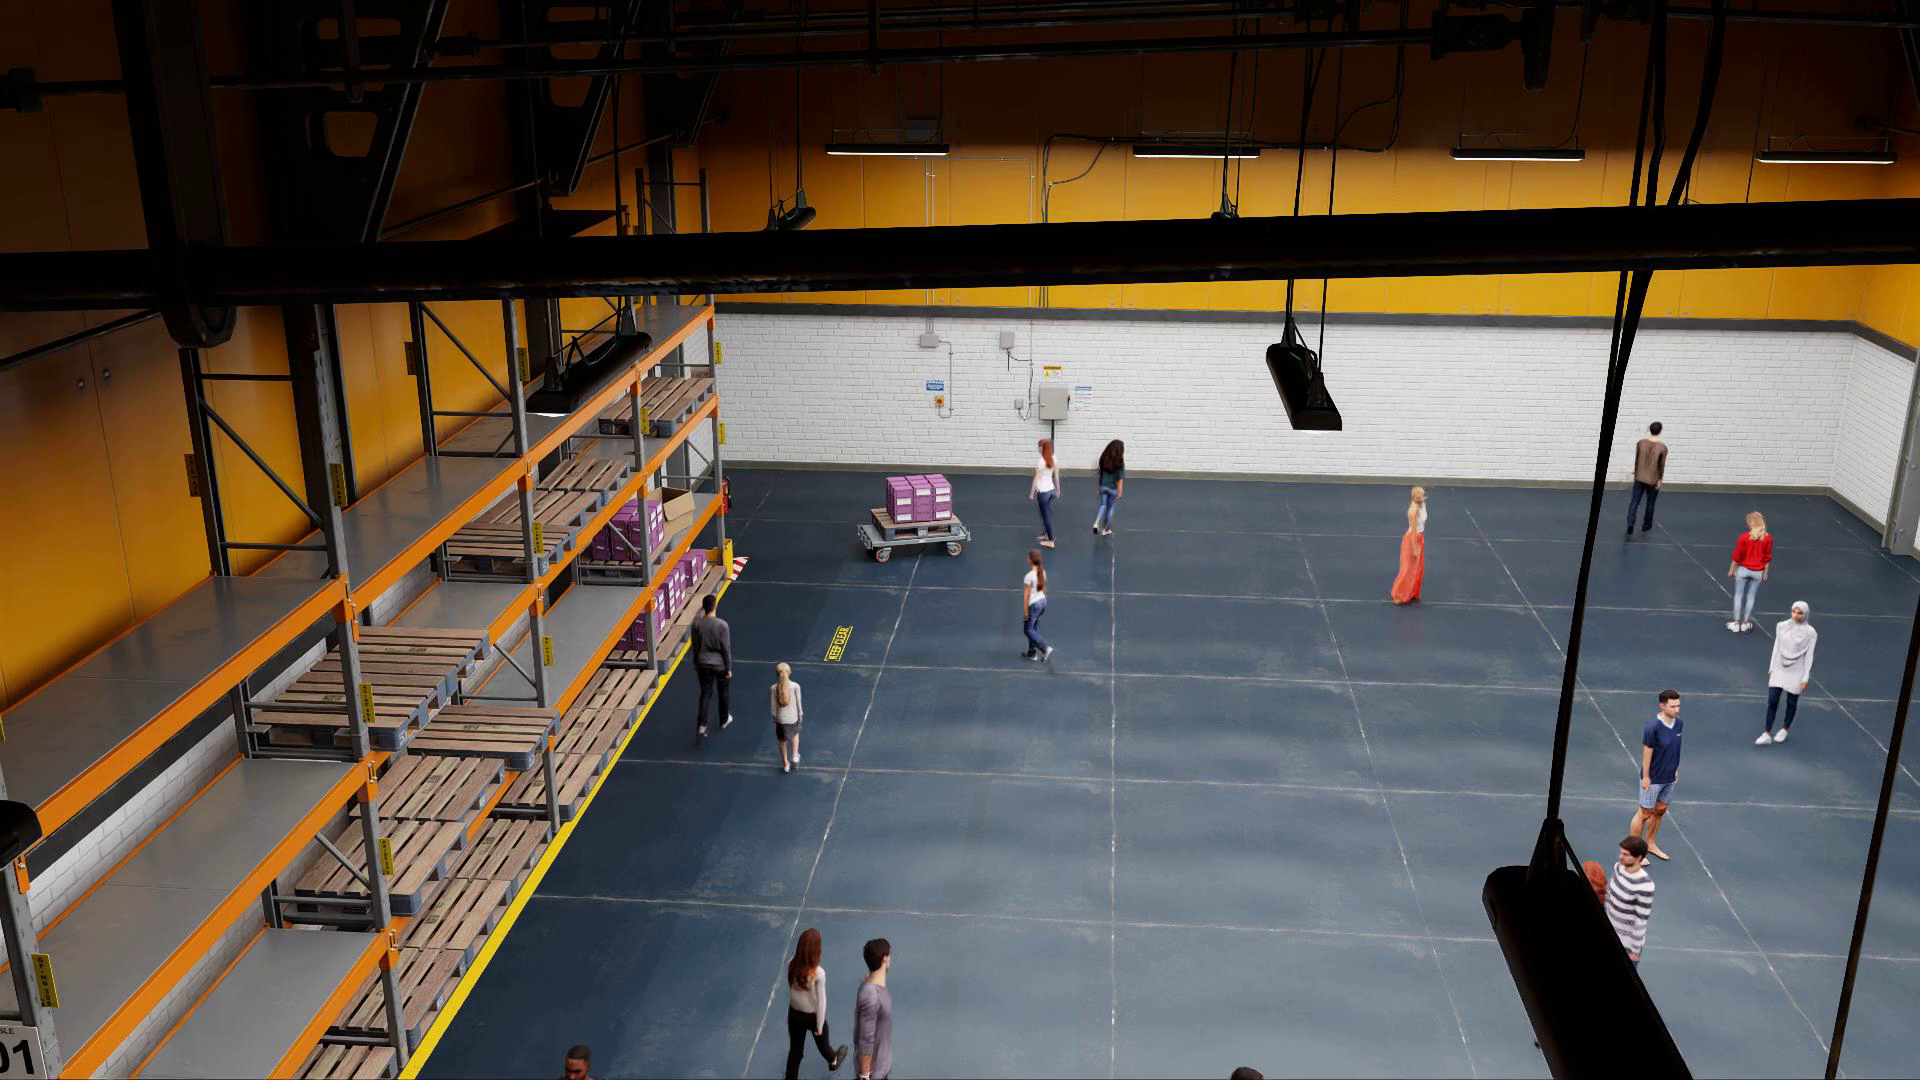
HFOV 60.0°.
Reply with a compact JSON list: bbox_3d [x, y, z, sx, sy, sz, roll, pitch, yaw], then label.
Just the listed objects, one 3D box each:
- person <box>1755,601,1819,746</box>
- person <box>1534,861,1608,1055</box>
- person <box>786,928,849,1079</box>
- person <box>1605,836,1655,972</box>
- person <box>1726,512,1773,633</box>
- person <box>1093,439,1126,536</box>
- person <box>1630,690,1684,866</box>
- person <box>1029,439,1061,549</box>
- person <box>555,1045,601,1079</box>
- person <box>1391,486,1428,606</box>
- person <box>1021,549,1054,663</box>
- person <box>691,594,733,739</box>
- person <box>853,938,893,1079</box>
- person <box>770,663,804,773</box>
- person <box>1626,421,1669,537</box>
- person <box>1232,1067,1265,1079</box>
[{"bbox_3d":[9.674,1.526,19.315,0.991,1.758,0.918,-17,25,-41],"label":"person"},{"bbox_3d":[4.991,3.468,13.497,0.895,1.791,0.975,-14,23,-35],"label":"person"},{"bbox_3d":[-1.257,3.790,13.089,0.795,1.441,1.046,10,21,27],"label":"person"},{"bbox_3d":[5.568,3.299,13.916,0.751,1.844,0.547,-3,19,-8],"label":"person"},{"bbox_3d":[10.741,0.436,22.633,0.664,1.707,0.564,6,19,16],"label":"person"},{"bbox_3d":[2.369,-0.793,26.465,0.802,1.591,0.881,11,21,29],"label":"person"},{"bbox_3d":[7.018,2.353,16.720,0.706,1.848,0.717,-9,20,-24],"label":"person"},{"bbox_3d":[1.425,-0.706,26.010,0.814,1.716,0.749,13,23,34],"label":"person"},{"bbox_3d":[-2.517,4.187,11.376,0.672,1.783,0.906,2,19,7],"label":"person"},{"bbox_3d":[6.469,0.048,23.669,0.904,1.781,0.743,5,19,14],"label":"person"},{"bbox_3d":[1.012,0.874,21.585,0.844,1.545,0.881,-17,25,-41],"label":"person"},{"bbox_3d":[-2.910,1.498,19.427,0.631,1.740,1.011,2,19,6],"label":"person"},{"bbox_3d":[-0.686,3.872,12.265,0.897,1.812,0.471,5,19,14],"label":"person"},{"bbox_3d":[-1.950,2.005,18.669,0.564,1.262,0.677,-1,19,-4],"label":"person"},{"bbox_3d":[10.920,-0.958,26.527,1.022,1.863,1.207,14,23,35],"label":"person"},{"bbox_3d":[1.917,4.353,11.384,0.738,1.710,0.513,4,19,11],"label":"person"}]
